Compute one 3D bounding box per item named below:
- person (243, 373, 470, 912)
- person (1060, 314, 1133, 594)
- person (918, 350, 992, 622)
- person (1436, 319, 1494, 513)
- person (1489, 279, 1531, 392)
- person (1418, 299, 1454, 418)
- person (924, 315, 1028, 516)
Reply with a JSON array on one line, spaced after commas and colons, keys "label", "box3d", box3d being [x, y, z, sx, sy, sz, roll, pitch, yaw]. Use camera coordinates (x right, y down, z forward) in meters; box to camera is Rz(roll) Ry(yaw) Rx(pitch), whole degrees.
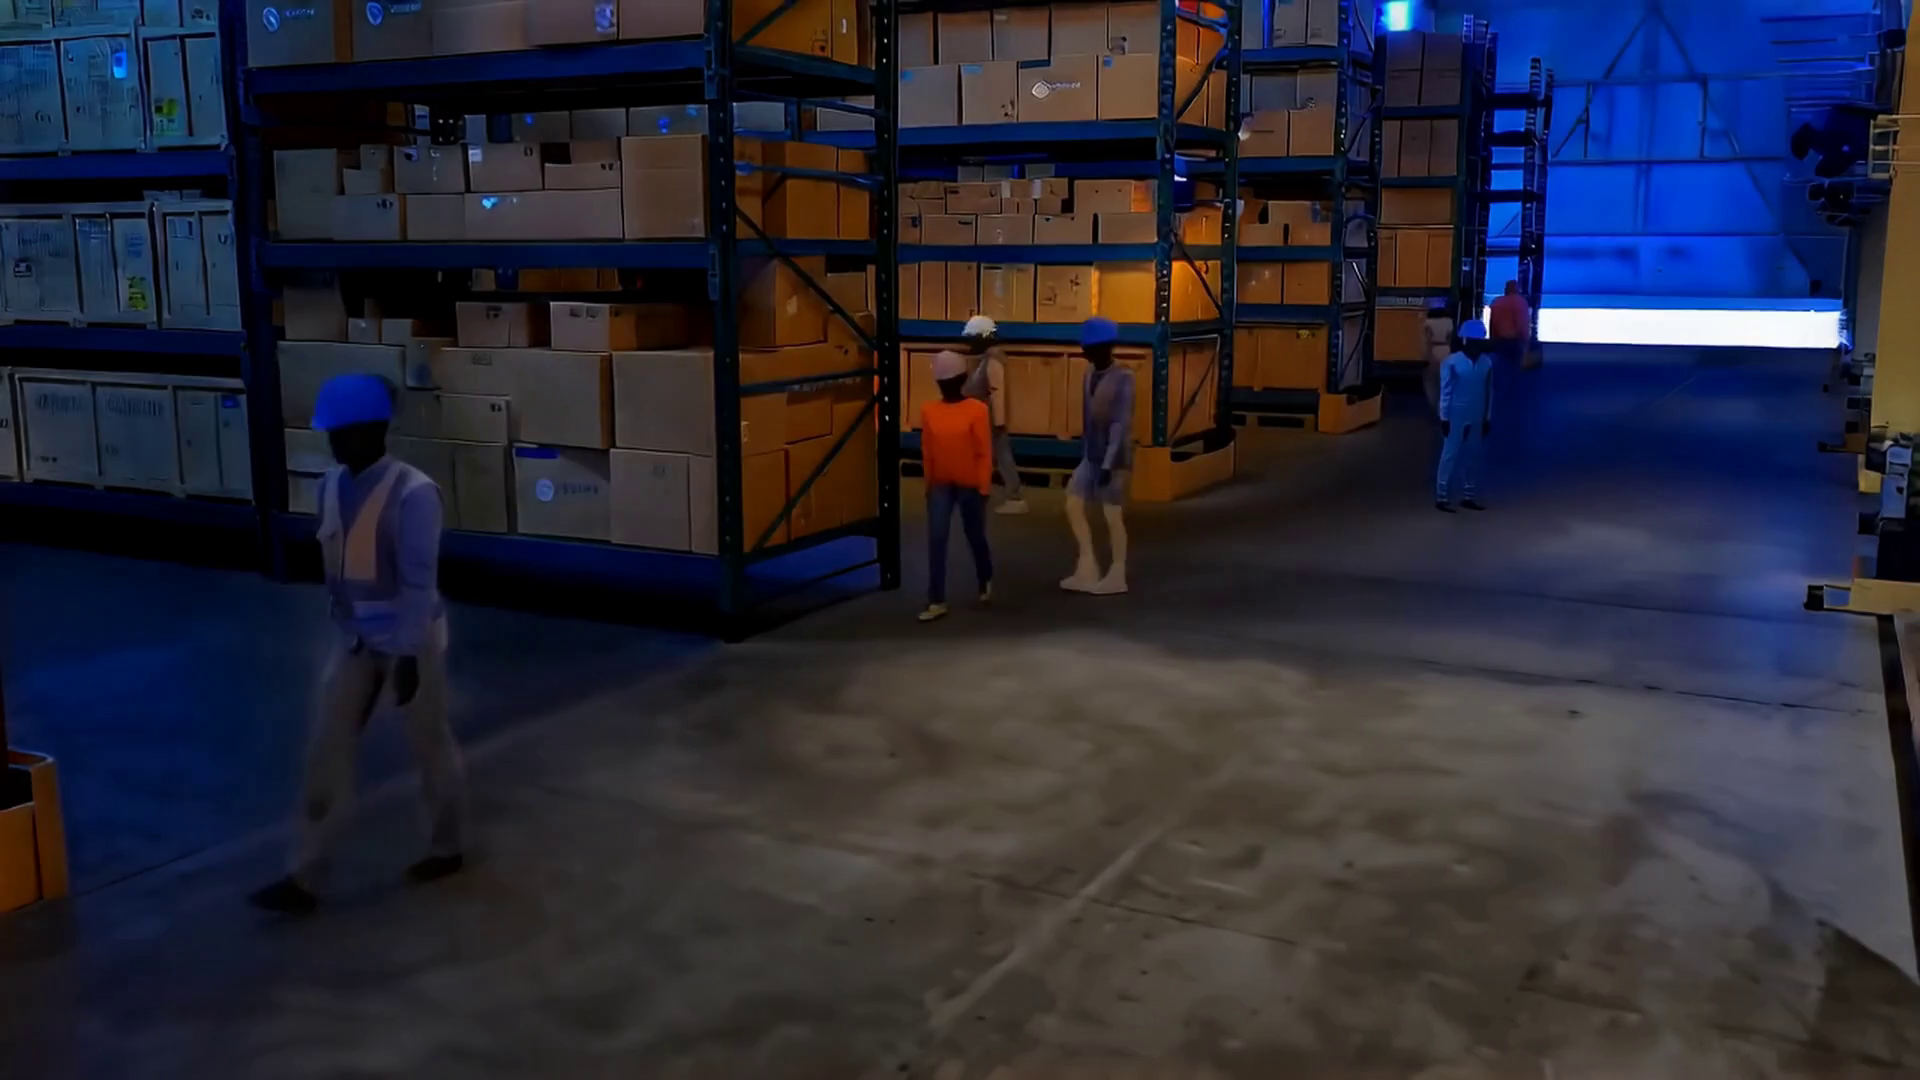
[{"label": "person", "box3d": [-2.119, 0.376, 5.872, 0.629, 1.901, 0.949, 5, 11, 28]}, {"label": "person", "box3d": [0.920, -0.566, 11.326, 0.577, 1.919, 0.544, -5, 11, -27]}, {"label": "person", "box3d": [0.005, -0.381, 10.779, 0.538, 1.727, 0.875, 4, 11, 24]}, {"label": "person", "box3d": [4.575, -1.115, 15.000, 0.566, 1.742, 0.353, -4, 11, -21]}, {"label": "person", "box3d": [9.260, -3.438, 28.027, 0.675, 1.886, 0.481, 4, 11, 23]}, {"label": "person", "box3d": [6.646, -2.516, 23.250, 0.470, 1.691, 0.727, 0, 10, -2]}, {"label": "person", "box3d": [0.177, -1.096, 14.785, 0.967, 1.774, 0.603, -1, 10, -4]}]
